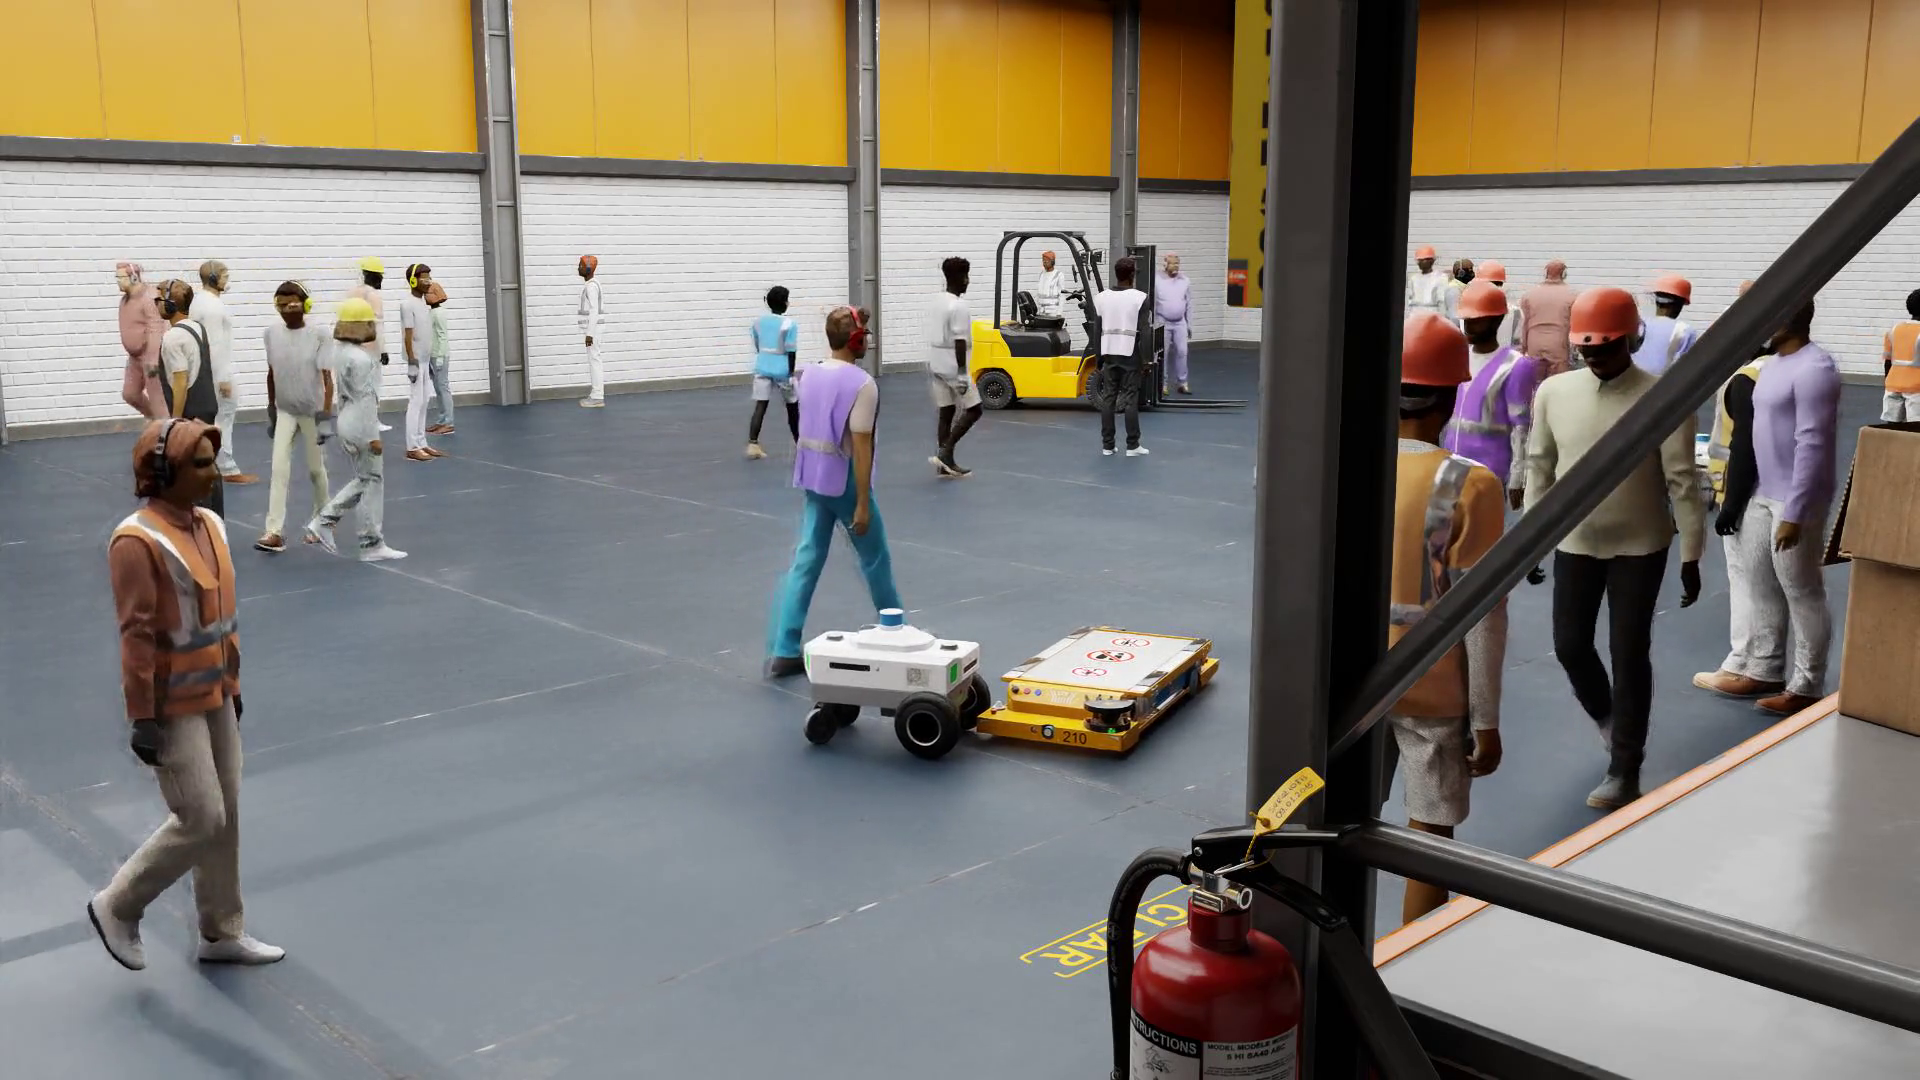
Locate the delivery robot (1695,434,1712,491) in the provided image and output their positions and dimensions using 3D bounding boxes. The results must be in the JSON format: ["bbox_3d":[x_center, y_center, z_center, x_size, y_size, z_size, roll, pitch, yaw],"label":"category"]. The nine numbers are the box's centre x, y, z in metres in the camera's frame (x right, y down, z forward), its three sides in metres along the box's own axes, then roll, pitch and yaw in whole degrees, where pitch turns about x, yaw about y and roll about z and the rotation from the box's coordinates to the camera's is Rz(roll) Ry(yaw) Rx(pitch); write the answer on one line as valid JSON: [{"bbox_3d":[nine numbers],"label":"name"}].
[{"bbox_3d":[5.881,-0.599,13.209,0.477,0.478,0.707,6,12,30],"label":"delivery robot"}]

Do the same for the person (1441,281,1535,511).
[{"bbox_3d":[2.593,-0.373,8.578,0.763,1.911,0.557,-5,12,-28],"label":"person"}]

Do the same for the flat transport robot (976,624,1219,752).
[{"bbox_3d":[0.659,0.635,7.508,0.652,0.197,1.431,5,11,24],"label":"flat transport robot"}]

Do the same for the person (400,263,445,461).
[{"bbox_3d":[-5.144,-1.692,15.849,0.310,1.864,0.534,0,10,0],"label":"person"}]

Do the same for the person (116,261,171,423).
[{"bbox_3d":[-8.019,-1.793,16.369,0.654,1.885,0.432,7,13,35],"label":"person"}]

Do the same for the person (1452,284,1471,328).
[{"bbox_3d":[5.325,-1.846,17.343,0.501,1.633,0.280,-3,11,-15],"label":"person"}]

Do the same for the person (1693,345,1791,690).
[{"bbox_3d":[3.714,-0.199,7.772,0.624,1.845,0.430,-9,13,-39],"label":"person"}]

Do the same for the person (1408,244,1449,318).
[{"bbox_3d":[6.284,-2.946,22.282,0.618,2.014,0.786,10,14,44],"label":"person"}]

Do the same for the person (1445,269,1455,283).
[{"bbox_3d":[7.083,-3.097,24.134,0.523,1.636,0.308,1,10,5],"label":"person"}]

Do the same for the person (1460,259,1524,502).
[{"bbox_3d":[4.193,-1.257,13.276,0.547,1.938,0.377,-3,11,-15],"label":"person"}]

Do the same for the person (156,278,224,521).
[{"bbox_3d":[-5.166,-0.817,11.131,0.350,1.847,0.506,0,10,-2],"label":"person"}]

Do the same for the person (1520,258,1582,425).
[{"bbox_3d":[6.260,-2.040,17.688,0.658,1.893,0.542,5,12,27],"label":"person"}]

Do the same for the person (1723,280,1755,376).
[{"bbox_3d":[8.701,-2.054,18.437,0.514,1.641,0.307,4,11,22],"label":"person"}]

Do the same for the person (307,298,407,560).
[{"bbox_3d":[-3.952,-0.706,10.843,0.492,1.730,0.490,-7,12,-33],"label":"person"}]

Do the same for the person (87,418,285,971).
[{"bbox_3d":[-2.232,0.463,4.739,0.413,1.625,0.536,0,10,3],"label":"person"}]

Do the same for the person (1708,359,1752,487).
[{"bbox_3d":[4.689,-0.433,9.730,0.519,1.591,0.775,1,10,4],"label":"person"}]

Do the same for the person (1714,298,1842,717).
[{"bbox_3d":[3.699,-0.165,7.410,0.437,1.925,0.656,1,10,7],"label":"person"}]

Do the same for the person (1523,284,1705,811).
[{"bbox_3d":[2.497,0.005,6.340,0.685,1.959,0.681,7,13,35],"label":"person"}]

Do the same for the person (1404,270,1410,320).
[{"bbox_3d":[3.546,-1.429,14.360,0.547,1.885,0.681,-8,13,-39],"label":"person"}]

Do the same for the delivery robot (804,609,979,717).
[{"bbox_3d":[-0.291,0.534,7.030,0.707,0.478,0.477,3,11,18],"label":"delivery robot"}]

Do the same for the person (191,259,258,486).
[{"bbox_3d":[-6.336,-1.424,14.207,0.396,1.941,0.639,-6,12,-30],"label":"person"}]

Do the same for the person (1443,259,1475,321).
[{"bbox_3d":[6.082,-2.479,20.198,0.429,1.847,0.627,5,12,25],"label":"person"}]

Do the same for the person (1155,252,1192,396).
[{"bbox_3d":[2.816,-2.884,22.257,0.680,1.904,0.418,-3,11,-15],"label":"person"}]

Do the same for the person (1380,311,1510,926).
[{"bbox_3d":[1.177,0.379,4.352,0.355,1.939,0.552,-10,14,-42],"label":"person"}]

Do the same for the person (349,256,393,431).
[{"bbox_3d":[-6.426,-2.119,18.063,0.524,1.907,0.603,-9,14,-41],"label":"person"}]

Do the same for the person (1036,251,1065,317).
[{"bbox_3d":[1.400,-3.590,26.141,0.356,1.887,0.573,-9,13,-39],"label":"person"}]

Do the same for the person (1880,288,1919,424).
[{"bbox_3d":[7.962,-1.254,13.923,0.317,1.695,0.540,-3,11,-18],"label":"person"}]

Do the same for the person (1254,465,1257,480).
[{"bbox_3d":[2.159,-0.792,10.994,0.445,1.845,0.503,3,11,14],"label":"person"}]

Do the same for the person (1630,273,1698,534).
[{"bbox_3d":[4.787,-0.912,11.583,1.019,1.884,0.584,-10,14,-42],"label":"person"}]

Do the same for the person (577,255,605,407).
[{"bbox_3d":[-4.611,-2.602,20.763,0.355,1.885,0.574,-2,11,-13],"label":"person"}]

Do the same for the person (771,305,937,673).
[{"bbox_3d":[-0.560,-0.249,8.181,0.975,1.791,0.581,-10,14,-43],"label":"person"}]

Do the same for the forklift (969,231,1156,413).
[{"bbox_3d":[1.222,-2.721,20.561,2.313,2.155,1.214,2,11,13],"label":"forklift"}]

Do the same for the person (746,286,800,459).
[{"bbox_3d":[-1.763,-1.610,15.981,0.531,1.649,0.874,5,11,25],"label":"person"}]

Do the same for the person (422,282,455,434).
[{"bbox_3d":[-5.637,-1.957,17.924,0.270,1.631,0.504,-6,12,-29],"label":"person"}]

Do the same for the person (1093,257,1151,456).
[{"bbox_3d":[1.566,-1.771,16.133,0.590,1.920,0.399,6,12,31],"label":"person"}]

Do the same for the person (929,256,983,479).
[{"bbox_3d":[-0.044,-1.495,14.527,0.421,1.951,0.639,-5,12,-27],"label":"person"}]

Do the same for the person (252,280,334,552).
[{"bbox_3d":[-4.497,-0.818,11.198,0.534,1.819,0.929,0,10,2],"label":"person"}]
